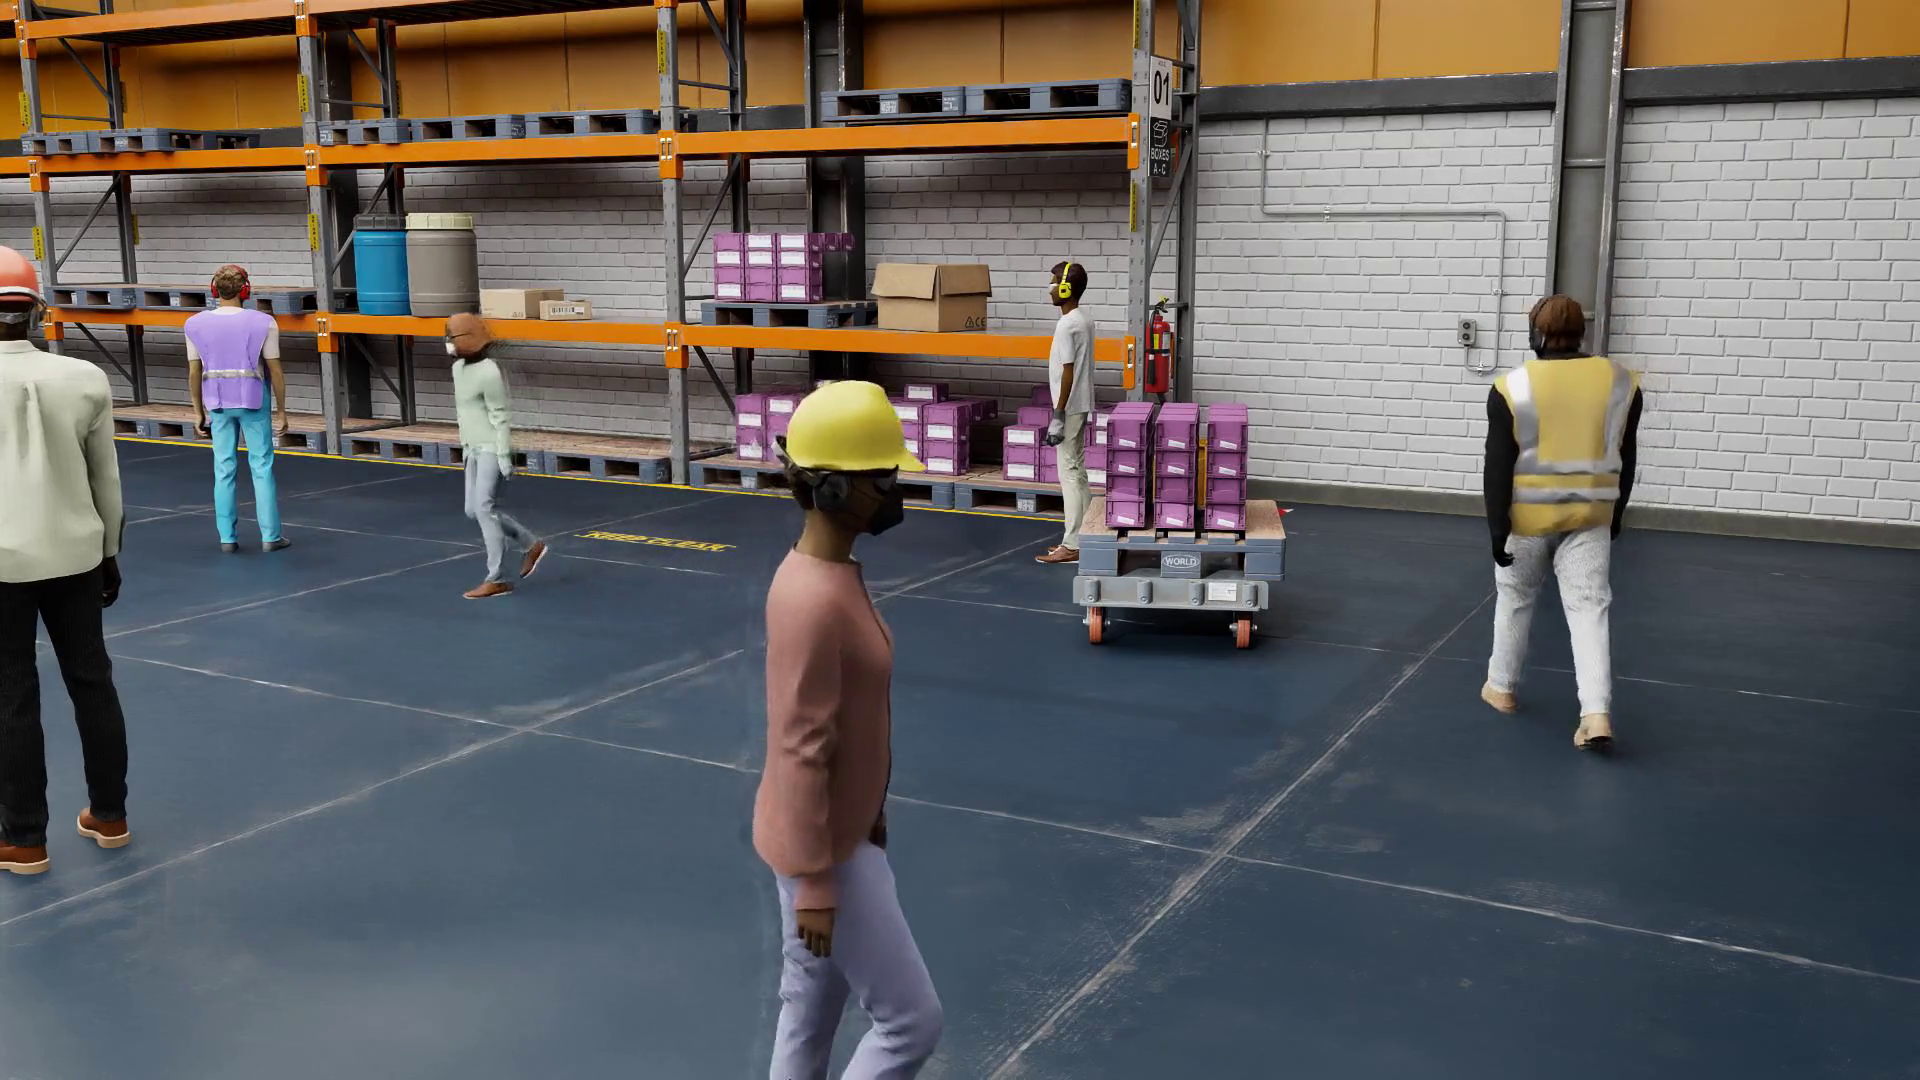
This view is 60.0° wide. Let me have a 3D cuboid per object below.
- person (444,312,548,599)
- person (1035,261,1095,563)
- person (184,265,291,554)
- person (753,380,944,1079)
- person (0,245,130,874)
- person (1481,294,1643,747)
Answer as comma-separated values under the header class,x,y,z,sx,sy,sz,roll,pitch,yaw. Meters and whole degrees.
class,x,y,z,sx,sy,sz,roll,pitch,yaw
person,-2.623,-0.489,9.415,0.500,1.609,0.520,-7,13,-36
person,0.666,-0.787,10.356,0.328,1.872,0.513,4,11,19
person,-4.601,-0.822,10.621,0.570,1.841,0.381,-2,11,-11
person,-0.192,0.572,3.202,0.451,1.751,0.545,0,10,-2
person,-2.983,0.068,5.325,0.377,1.995,0.608,7,13,35
person,2.436,-0.090,6.751,0.634,1.801,0.957,1,10,4
